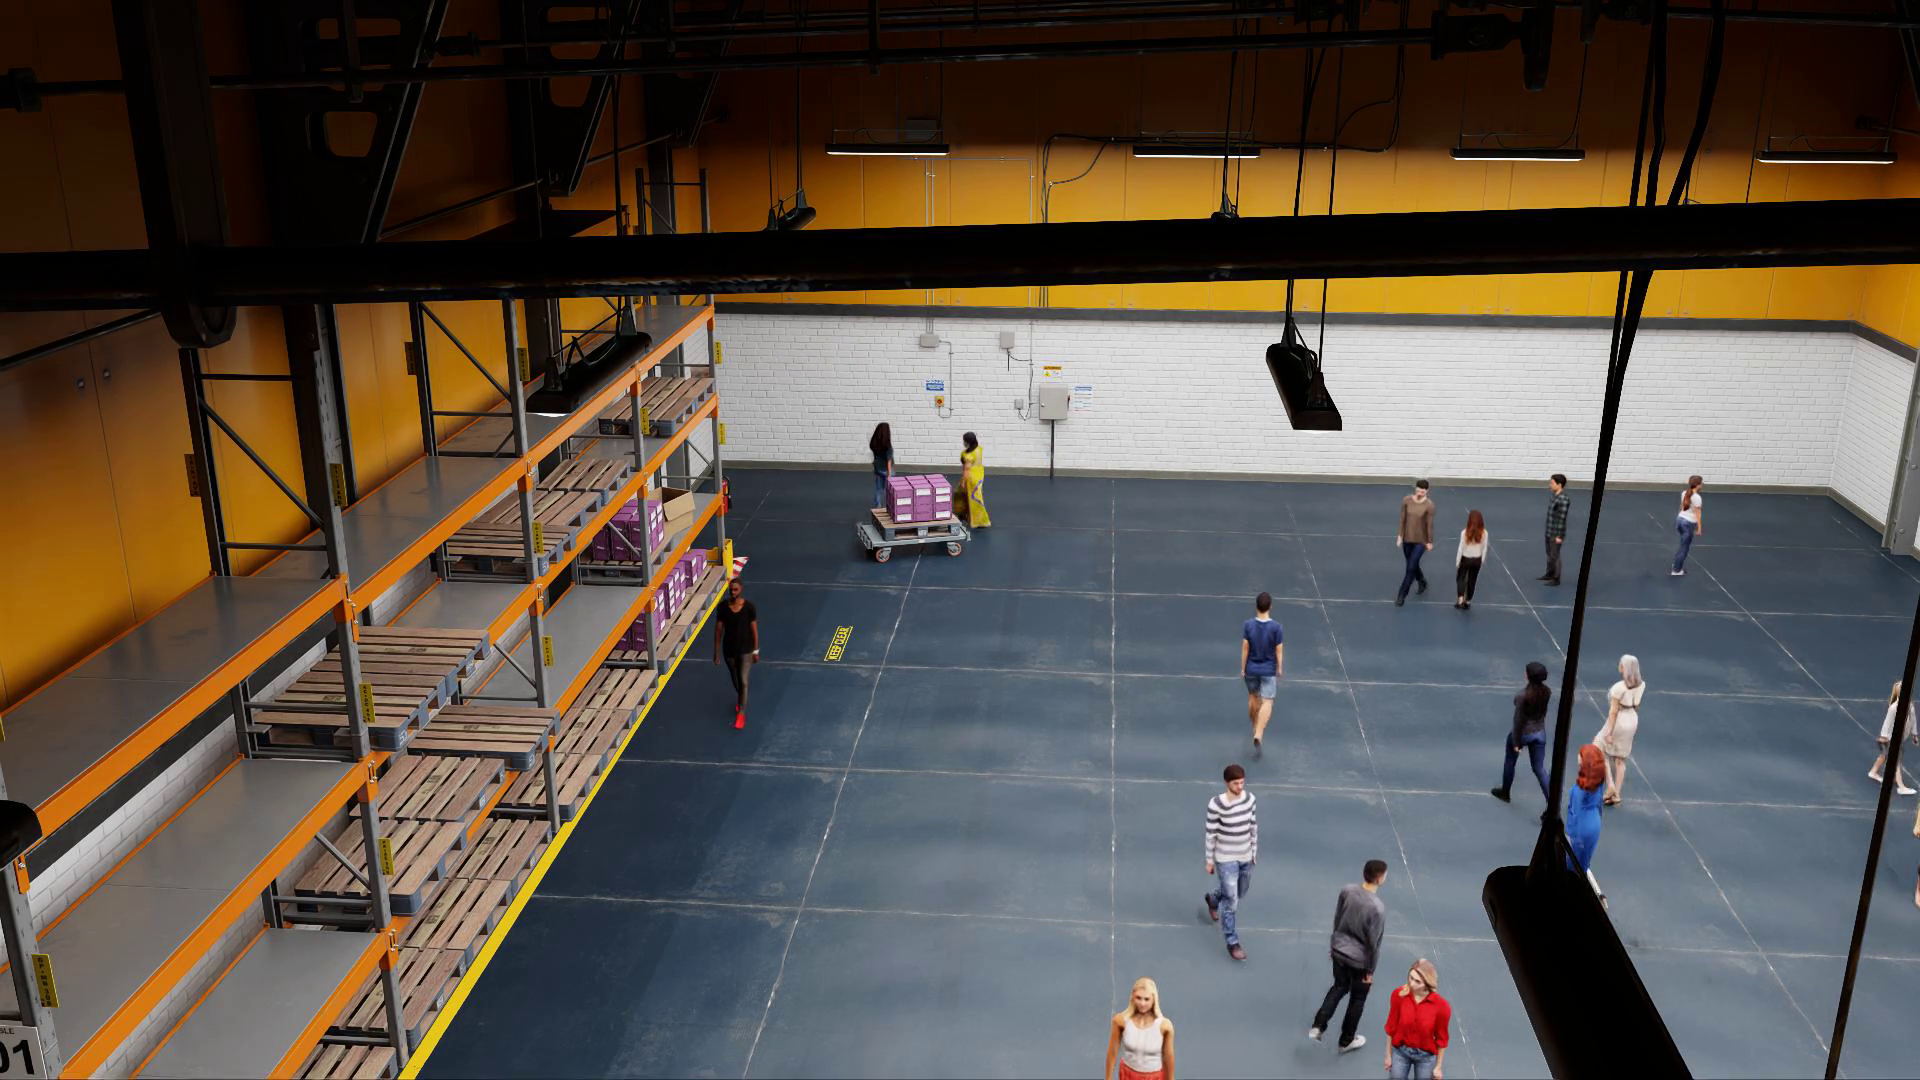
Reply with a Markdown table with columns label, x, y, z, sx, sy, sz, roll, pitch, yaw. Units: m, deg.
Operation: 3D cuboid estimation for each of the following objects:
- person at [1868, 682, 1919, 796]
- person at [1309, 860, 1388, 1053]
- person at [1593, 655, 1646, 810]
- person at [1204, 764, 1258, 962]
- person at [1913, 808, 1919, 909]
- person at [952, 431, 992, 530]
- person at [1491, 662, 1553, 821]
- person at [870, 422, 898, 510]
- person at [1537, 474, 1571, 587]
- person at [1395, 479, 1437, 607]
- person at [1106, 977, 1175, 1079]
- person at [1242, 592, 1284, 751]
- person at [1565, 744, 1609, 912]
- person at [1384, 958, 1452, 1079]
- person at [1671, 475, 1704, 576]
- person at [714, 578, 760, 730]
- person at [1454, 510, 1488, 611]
| label | x | y | z | sx | sy | sz | roll | pitch | yaw |
| --- | --- | --- | --- | --- | --- | --- | --- | --- | --- |
| person | 10.248 | 2.134 | 18.316 | 0.769 | 1.245 | 0.918 | -9 | 21 | -25 |
| person | 3.177 | 3.448 | 13.644 | 0.958 | 1.736 | 0.906 | -14 | 23 | -37 |
| person | 7.111 | 2.080 | 17.726 | 0.709 | 1.723 | 0.743 | -8 | 20 | -23 |
| person | 2.452 | 2.866 | 15.229 | 0.984 | 1.826 | 1.178 | -8 | 20 | -22 |
| person | 9.374 | 2.735 | 15.948 | 0.611 | 1.616 | 0.628 | 3 | 19 | 9 |
| person | 0.286 | -0.940 | 26.860 | 1.095 | 1.617 | 1.235 | 10 | 21 | 27 |
| person | 6.081 | 2.137 | 17.577 | 0.928 | 1.710 | 1.236 | -6 | 19 | -17 |
| person | -1.315 | -1.133 | 27.452 | 0.829 | 1.604 | 0.913 | 16 | 24 | 39 |
| person | 8.792 | -0.149 | 24.510 | 0.737 | 1.709 | 0.526 | 0 | 19 | -1 |
| person | 6.539 | -0.010 | 23.753 | 1.112 | 1.837 | 1.243 | 18 | 25 | 42 |
| person | 1.333 | 3.940 | 12.154 | 0.821 | 1.754 | 1.305 | 5 | 19 | 15 |
| person | 3.482 | 1.529 | 19.207 | 0.799 | 1.822 | 1.140 | 6 | 19 | 17 |
| person | 5.876 | 2.776 | 15.510 | 0.888 | 1.817 | 0.946 | -15 | 24 | -38 |
| person | 3.403 | 3.865 | 12.451 | 0.676 | 1.707 | 0.632 | 8 | 20 | 23 |
| person | 10.796 | -0.219 | 24.831 | 0.709 | 1.545 | 0.636 | -6 | 19 | -17 |
| person | -2.662 | 1.299 | 19.990 | 0.683 | 1.757 | 1.160 | 2 | 19 | 6 |
| person | 7.197 | 0.306 | 23.375 | 0.562 | 1.479 | 0.574 | 1 | 19 | 4 |
